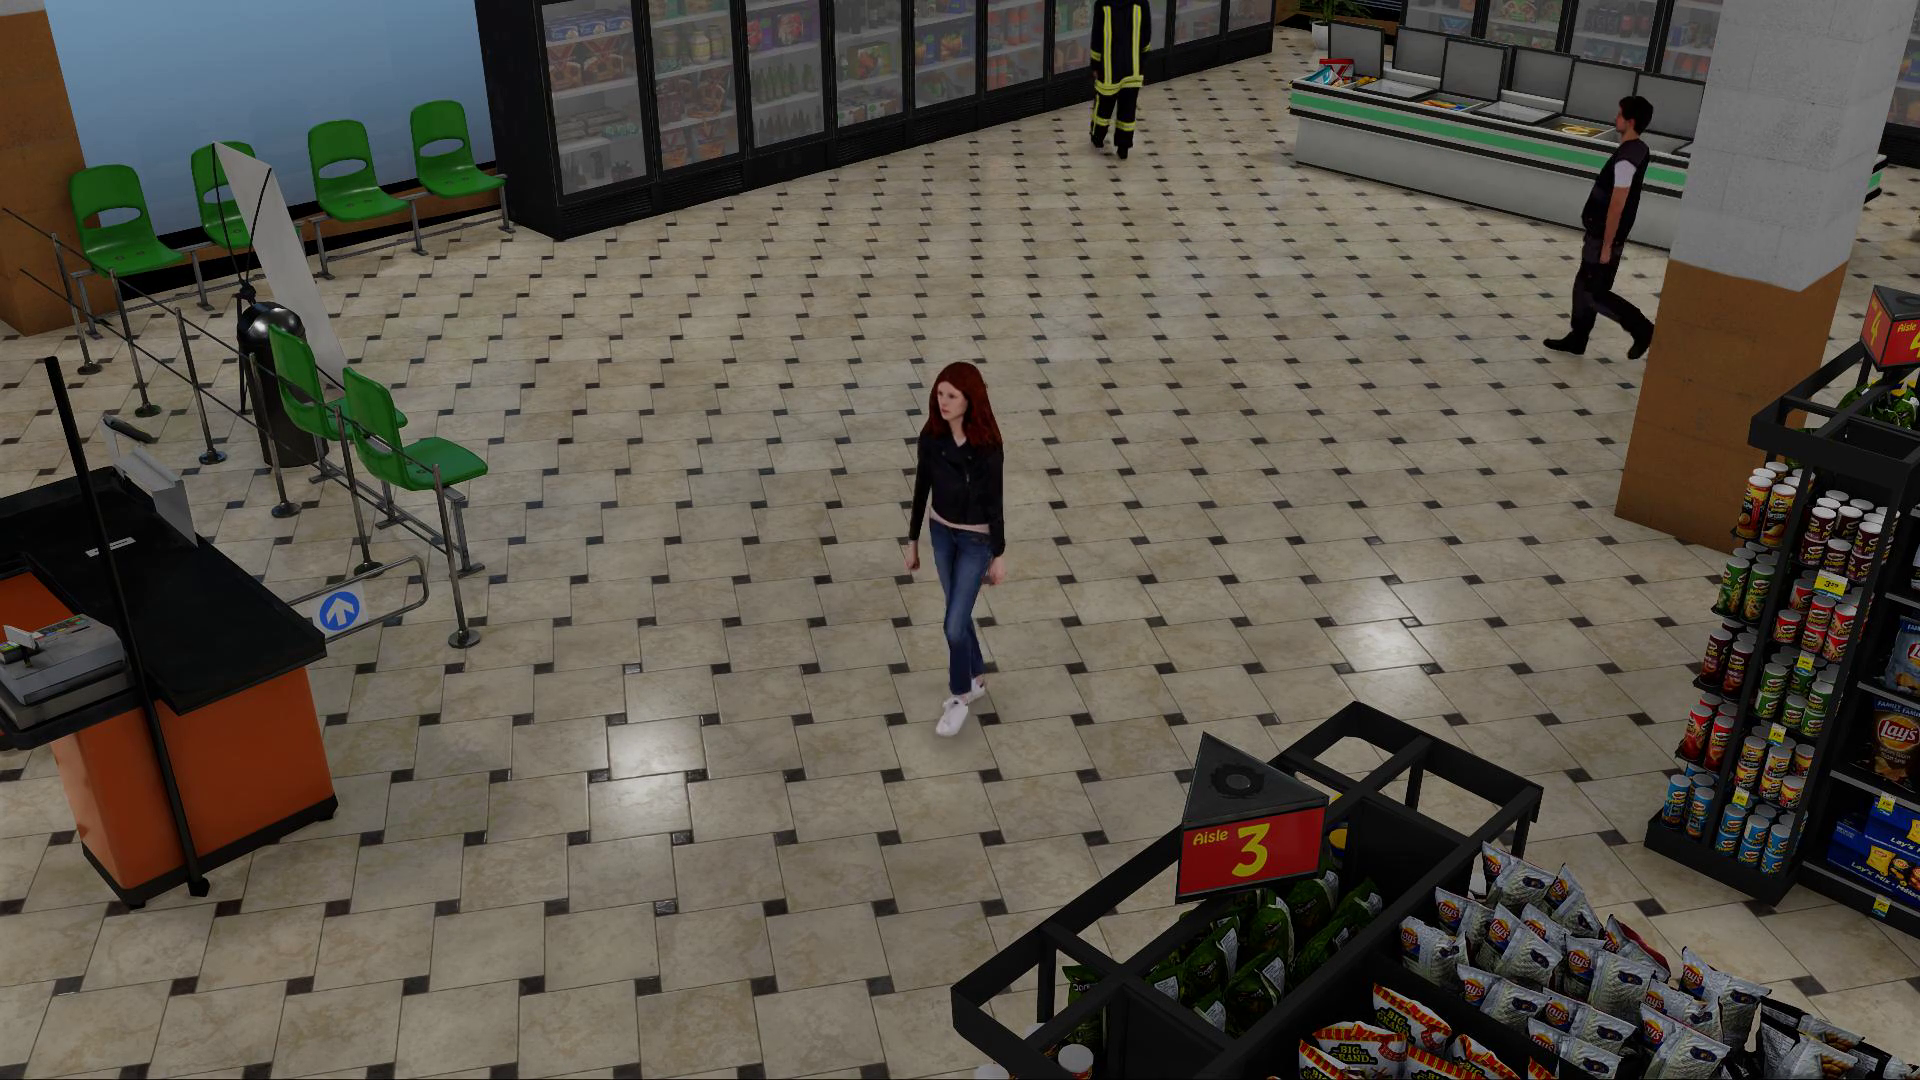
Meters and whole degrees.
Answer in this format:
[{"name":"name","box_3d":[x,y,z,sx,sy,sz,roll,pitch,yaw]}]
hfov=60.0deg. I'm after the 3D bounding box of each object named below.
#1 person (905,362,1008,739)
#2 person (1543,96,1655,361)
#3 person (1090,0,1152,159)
[{"name":"person","box_3d":[0.055,0.009,7.580,0.724,1.769,0.722,18,33,30]},{"name":"person","box_3d":[4.509,-2.074,11.331,1.069,1.830,0.827,15,32,25]},{"name":"person","box_3d":[1.542,-4.566,15.878,1.023,1.847,1.087,-1,29,-2]}]
